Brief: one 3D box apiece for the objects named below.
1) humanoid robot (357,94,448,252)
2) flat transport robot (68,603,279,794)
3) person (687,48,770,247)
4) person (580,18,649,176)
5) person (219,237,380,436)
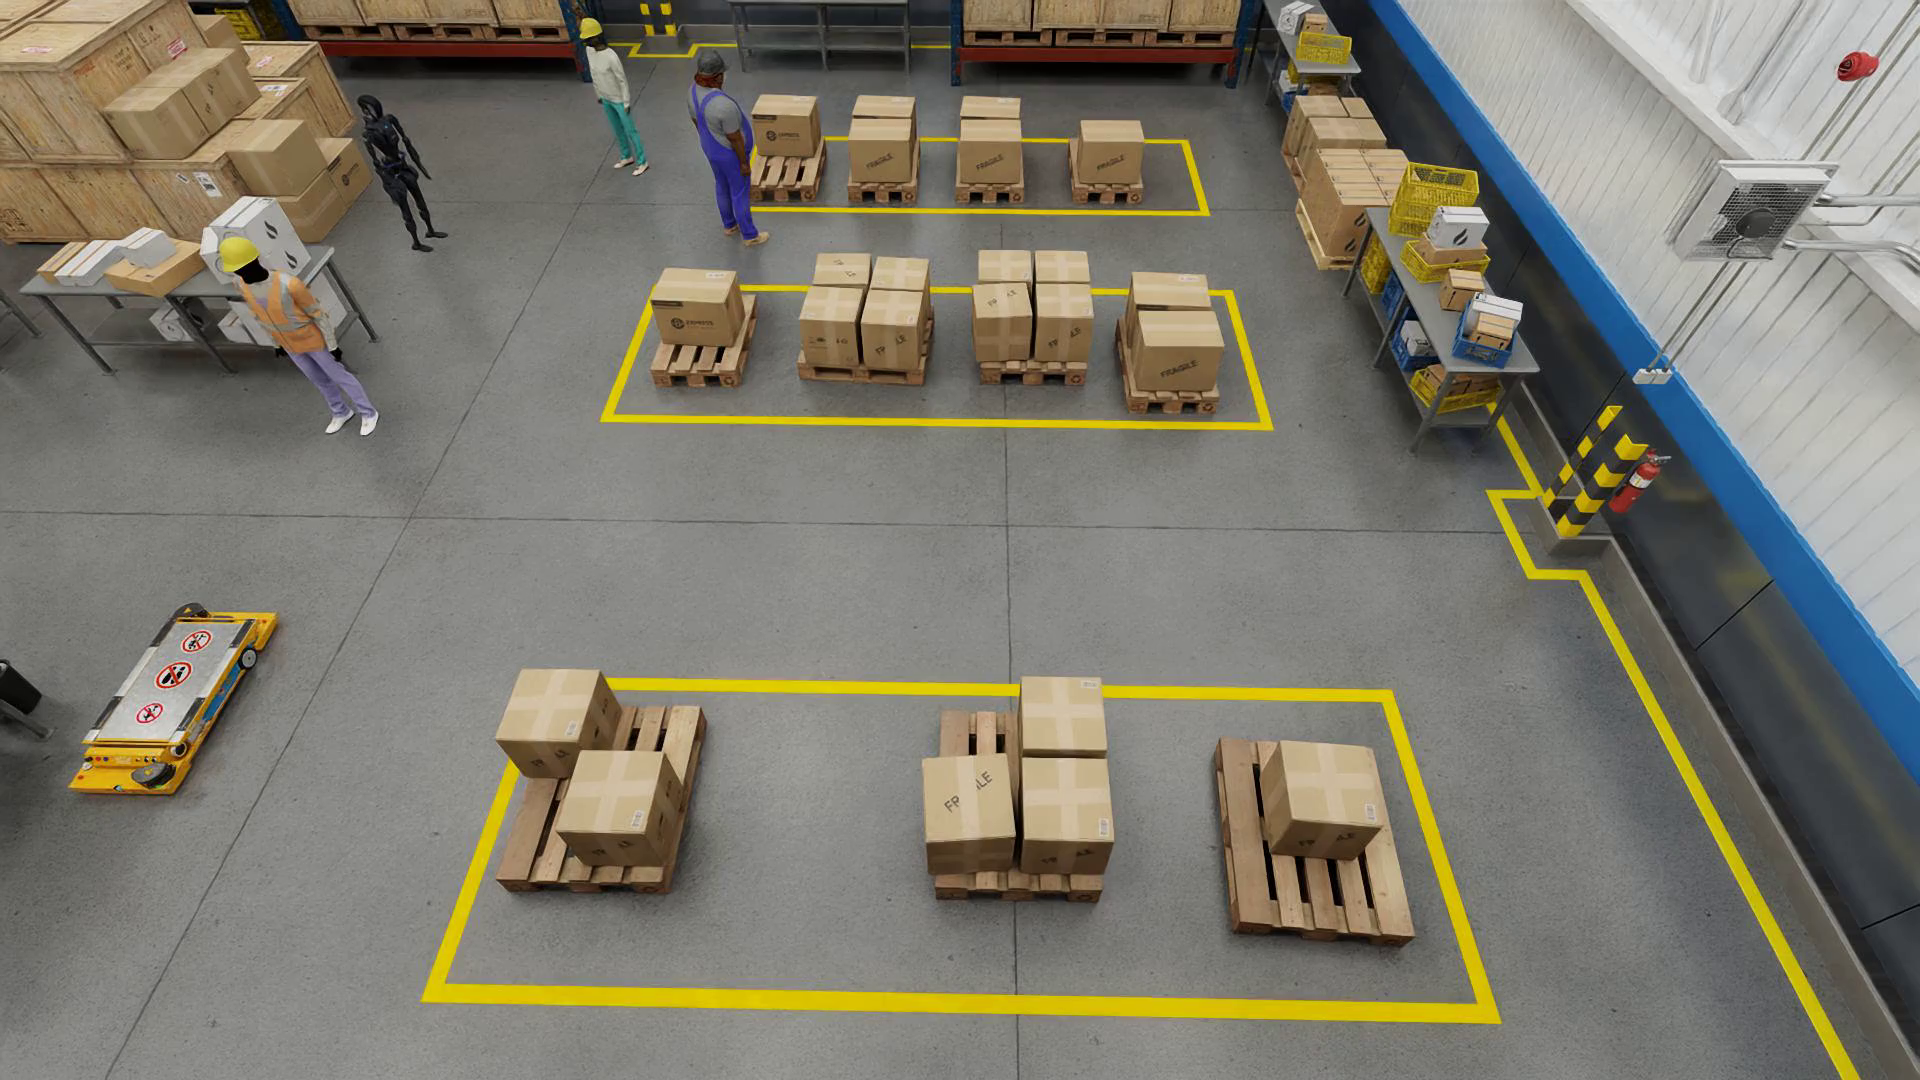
[{"bbox_3d":[-5.948,-3.888,9.732,0.339,1.651,0.569,10,50,8],"label":"humanoid robot"},{"bbox_3d":[-5.504,1.072,6.442,0.652,0.197,1.431,1,50,1],"label":"flat transport robot"},{"bbox_3d":[-2.436,-4.135,9.707,0.687,2.000,0.540,36,58,26],"label":"person"},{"bbox_3d":[-4.087,-5.184,10.772,0.532,1.766,0.325,27,55,21],"label":"person"},{"bbox_3d":[-5.532,-1.671,7.695,0.594,1.925,0.368,5,50,4],"label":"person"}]
